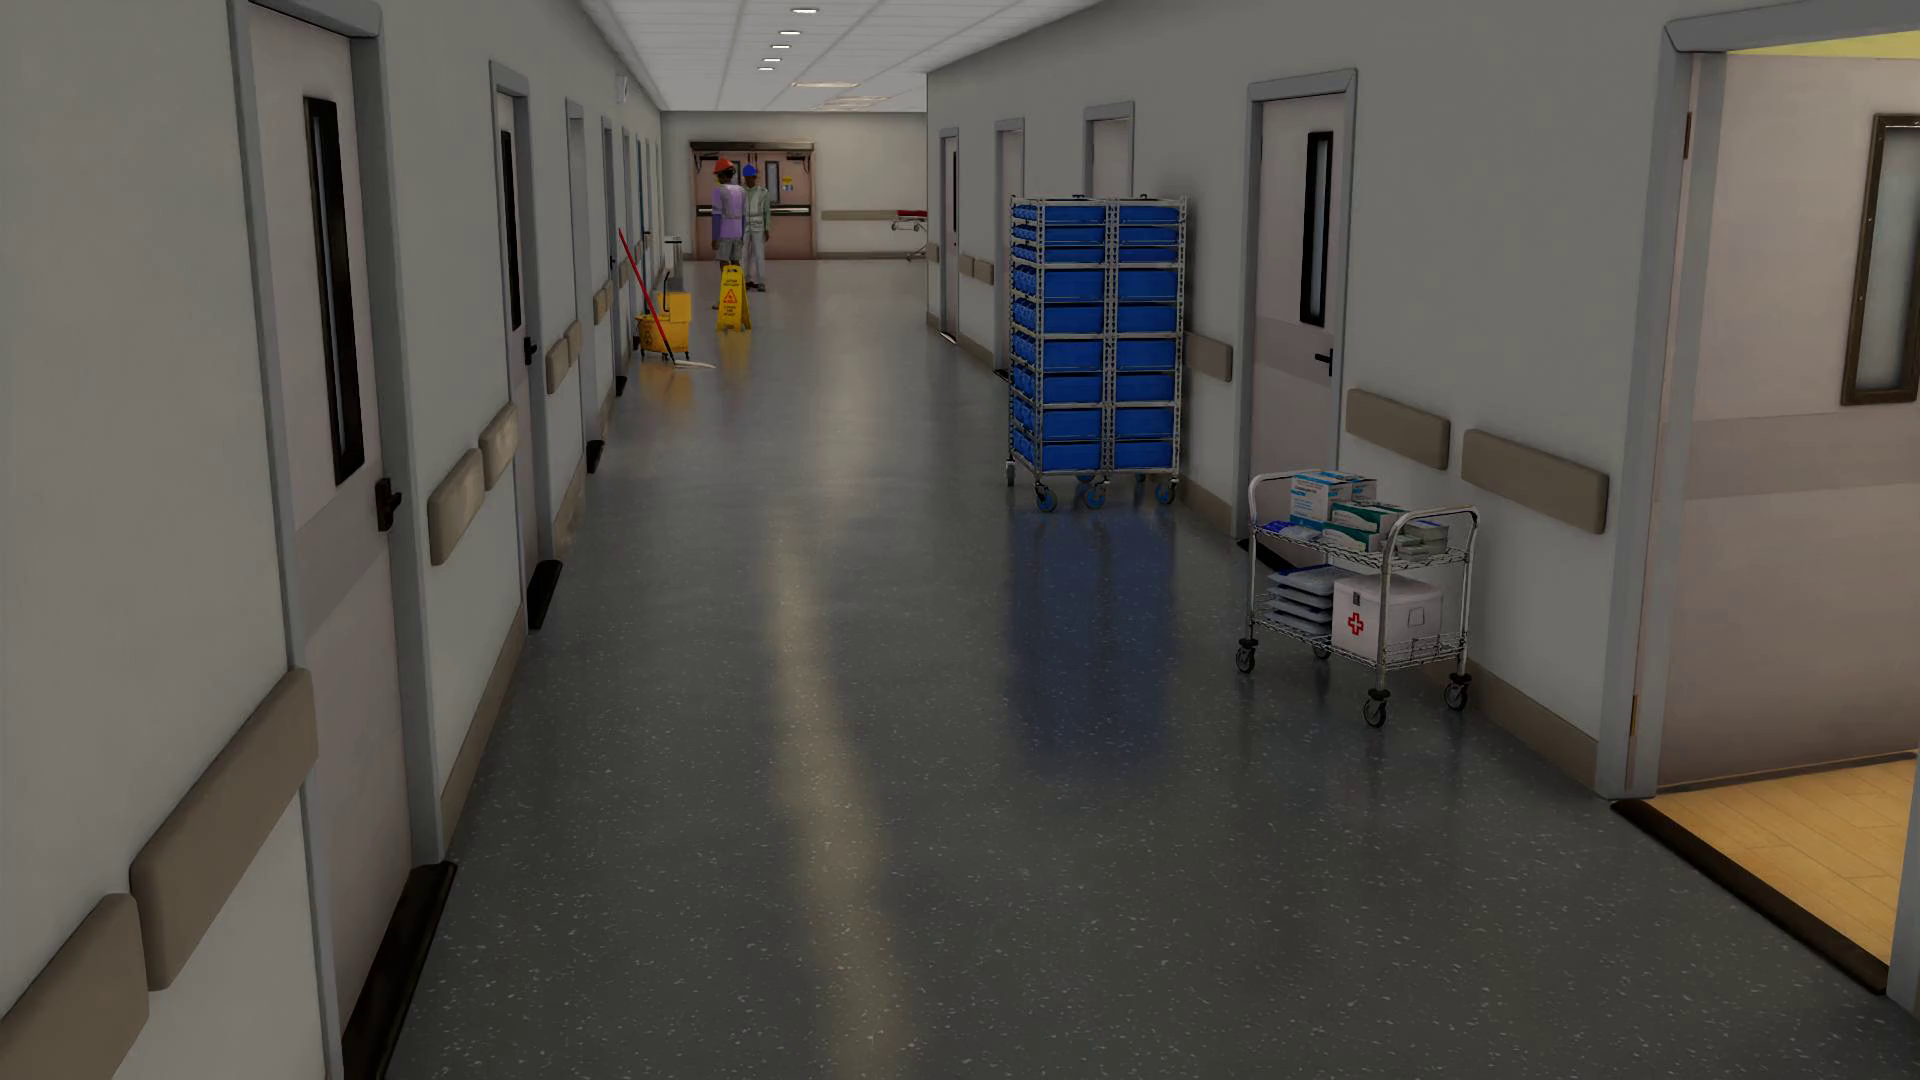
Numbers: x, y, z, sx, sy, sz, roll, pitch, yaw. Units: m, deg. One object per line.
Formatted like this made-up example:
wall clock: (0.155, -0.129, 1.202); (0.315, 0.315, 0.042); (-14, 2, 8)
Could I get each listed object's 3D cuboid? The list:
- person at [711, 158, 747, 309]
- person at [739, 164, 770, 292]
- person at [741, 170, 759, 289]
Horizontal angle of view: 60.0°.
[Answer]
person: (-3.165, -4.149, 22.607); (0.411, 2.032, 0.611); (9, 15, 34)
person: (-3.238, -4.826, 25.790); (0.601, 1.948, 0.386); (0, 13, 1)
person: (-3.343, -4.911, 26.303); (0.441, 1.889, 0.726); (2, 13, 9)
